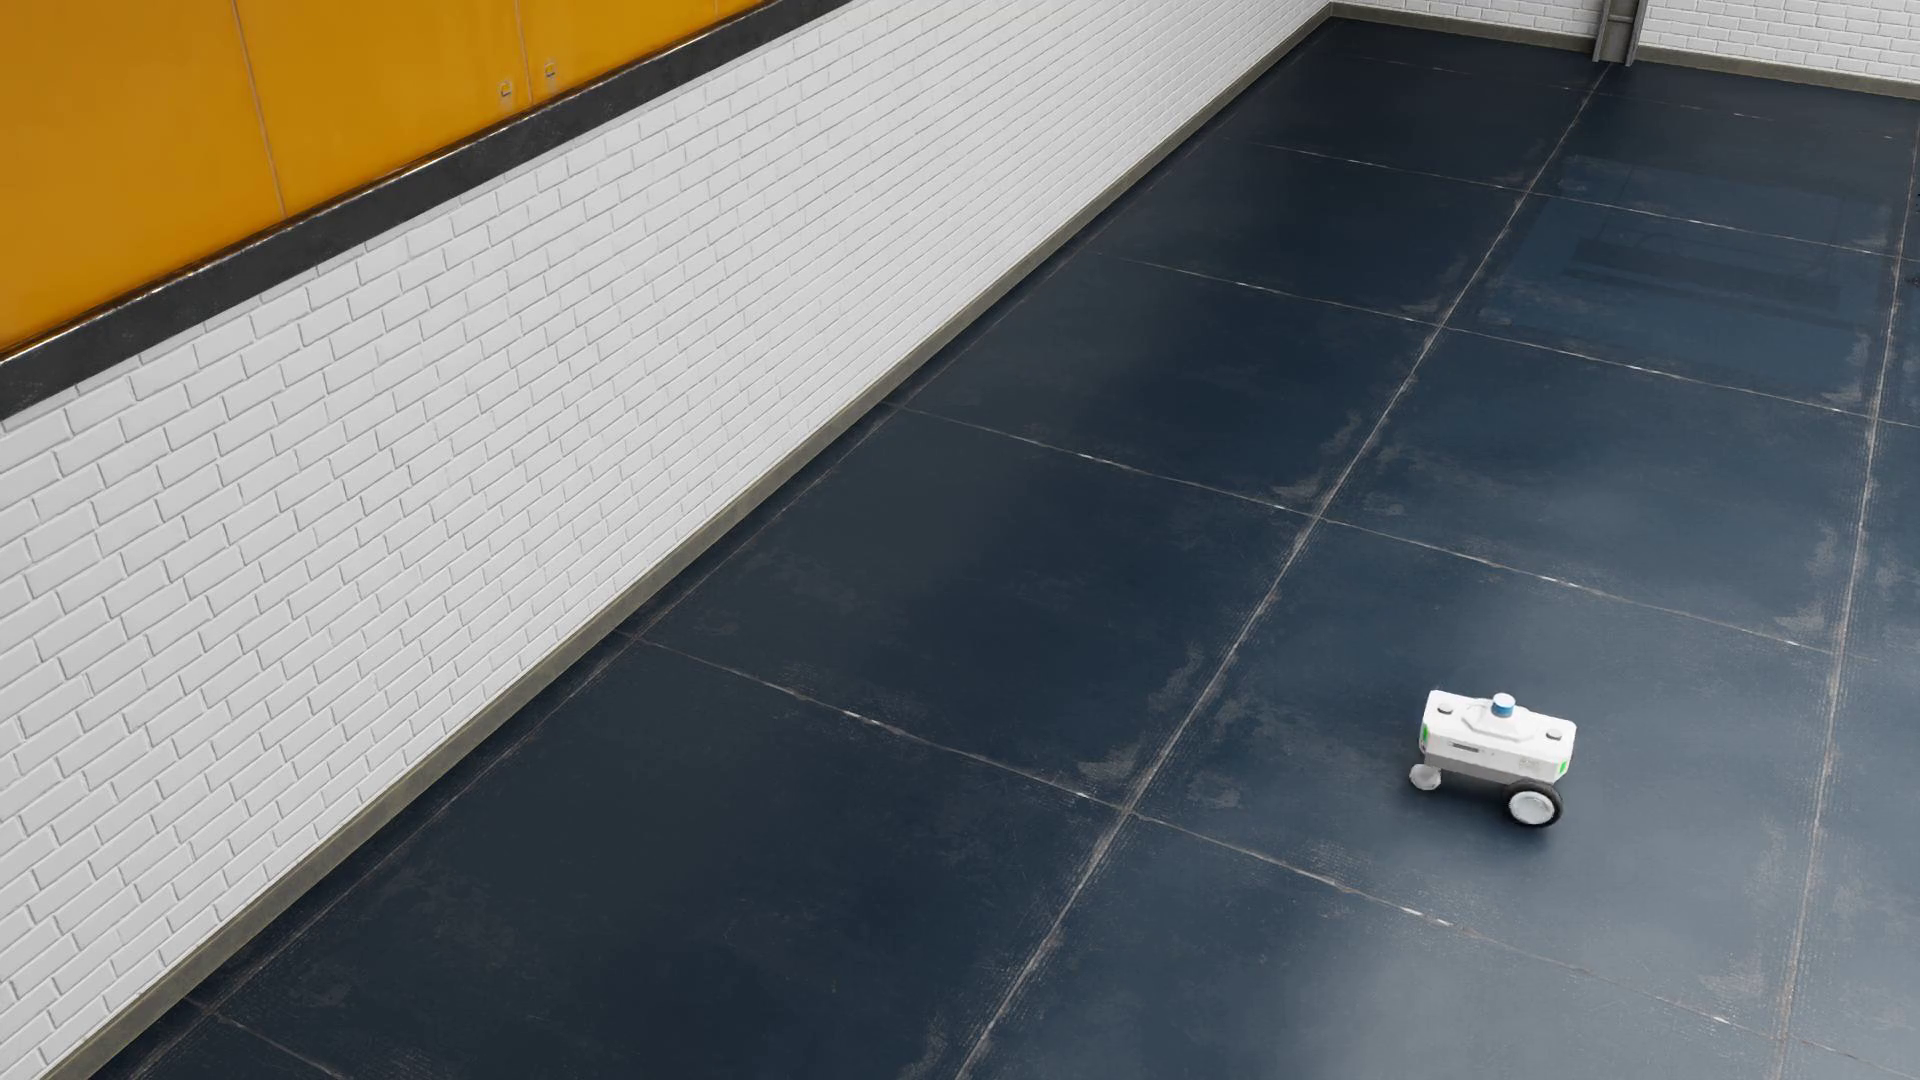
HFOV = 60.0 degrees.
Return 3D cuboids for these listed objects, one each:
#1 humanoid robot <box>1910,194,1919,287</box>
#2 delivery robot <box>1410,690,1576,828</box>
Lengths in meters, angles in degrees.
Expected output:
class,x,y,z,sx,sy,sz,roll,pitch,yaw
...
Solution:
class,x,y,z,sx,sy,sz,roll,pitch,yaw
humanoid robot,7.645,-2.719,12.766,0.600,1.647,0.354,-24,41,-31
delivery robot,2.632,1.008,8.195,0.739,0.566,0.499,13,36,18
